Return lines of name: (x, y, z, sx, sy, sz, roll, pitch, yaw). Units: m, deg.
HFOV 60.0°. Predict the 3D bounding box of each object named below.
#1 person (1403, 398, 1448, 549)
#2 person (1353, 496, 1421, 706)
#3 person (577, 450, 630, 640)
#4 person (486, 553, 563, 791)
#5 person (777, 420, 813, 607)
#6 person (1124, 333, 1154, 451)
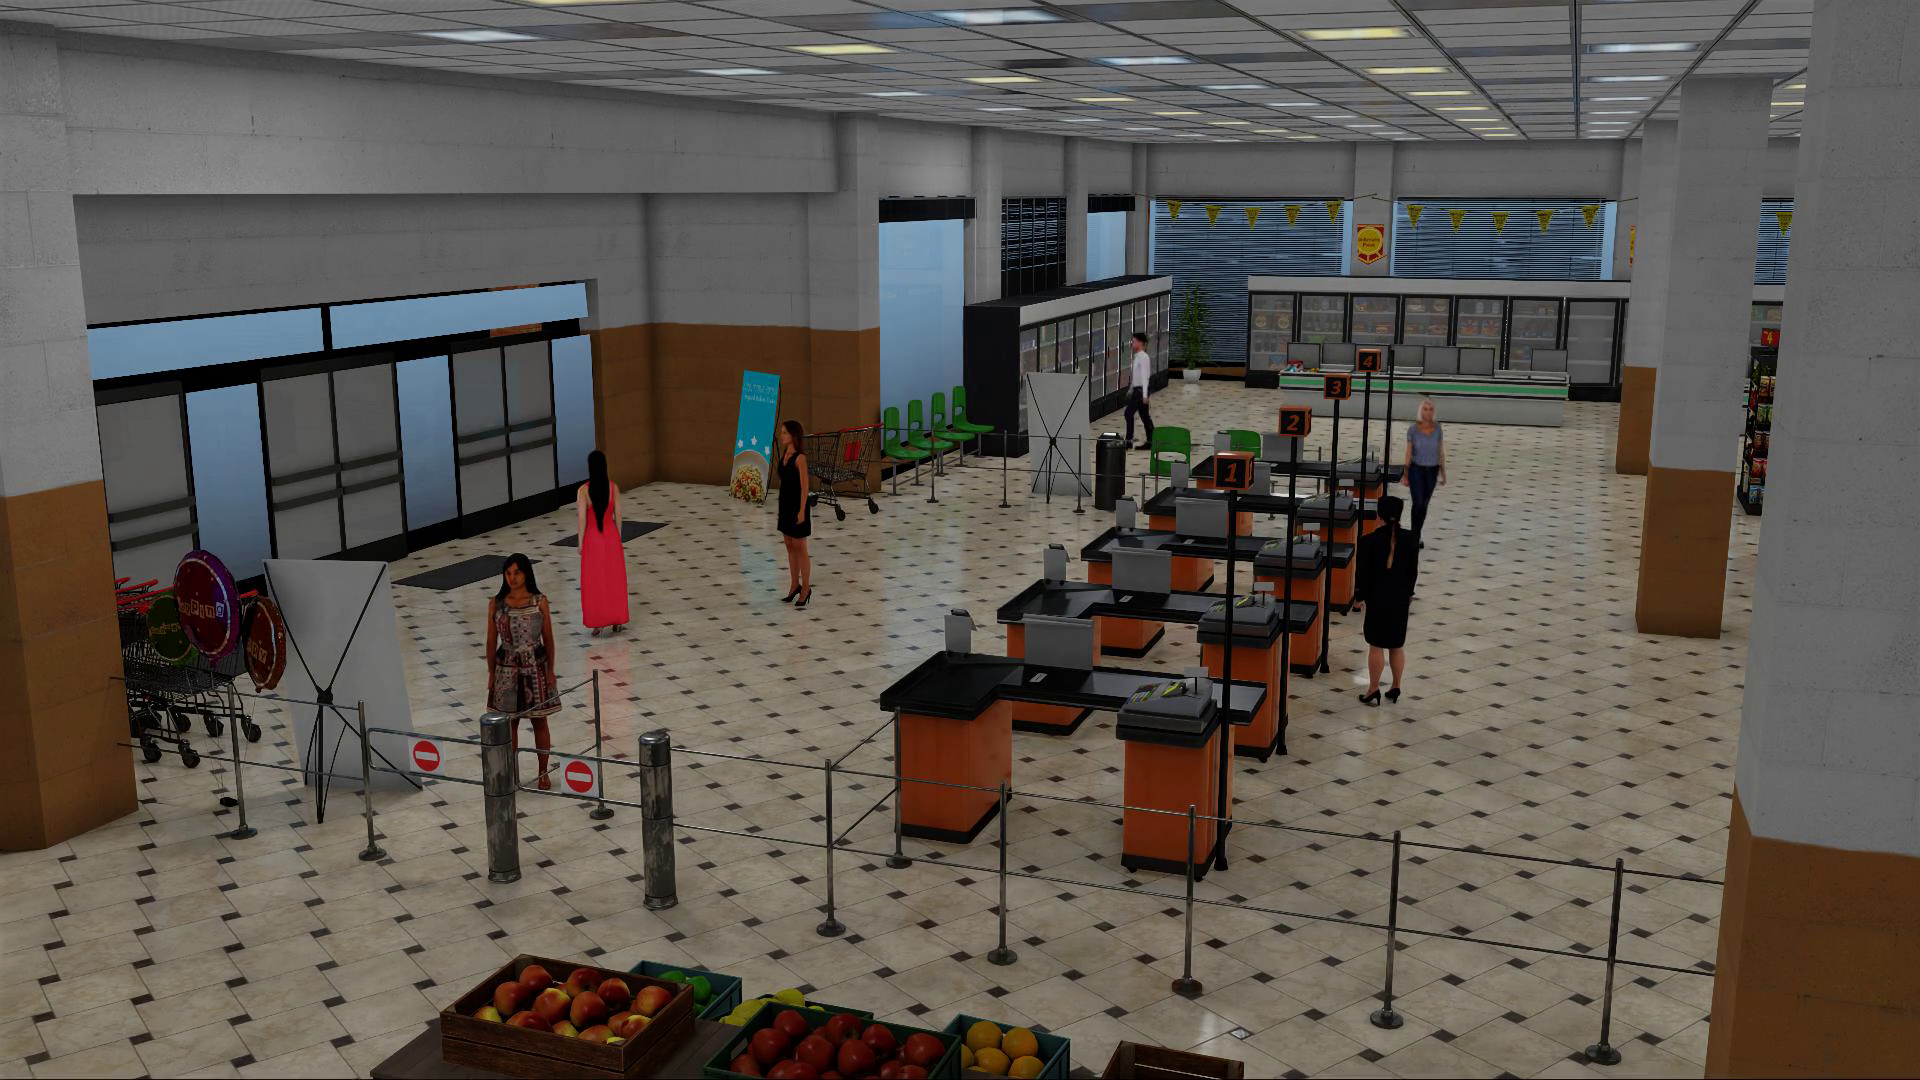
person: (5.289, -0.771, 19.081, 0.900, 1.701, 0.860, -2, 12, -7)
person: (3.376, 0.485, 13.186, 0.765, 1.671, 0.863, -3, 12, -13)
person: (-3.281, 0.035, 15.194, 0.716, 1.725, 0.750, -8, 14, -33)
person: (-2.973, 0.892, 11.317, 0.639, 1.645, 0.784, -2, 12, -8)
person: (-1.628, -0.261, 16.335, 0.729, 1.834, 0.633, -9, 15, -36)
person: (2.930, -2.304, 26.013, 0.969, 1.844, 0.754, 1, 12, 5)
